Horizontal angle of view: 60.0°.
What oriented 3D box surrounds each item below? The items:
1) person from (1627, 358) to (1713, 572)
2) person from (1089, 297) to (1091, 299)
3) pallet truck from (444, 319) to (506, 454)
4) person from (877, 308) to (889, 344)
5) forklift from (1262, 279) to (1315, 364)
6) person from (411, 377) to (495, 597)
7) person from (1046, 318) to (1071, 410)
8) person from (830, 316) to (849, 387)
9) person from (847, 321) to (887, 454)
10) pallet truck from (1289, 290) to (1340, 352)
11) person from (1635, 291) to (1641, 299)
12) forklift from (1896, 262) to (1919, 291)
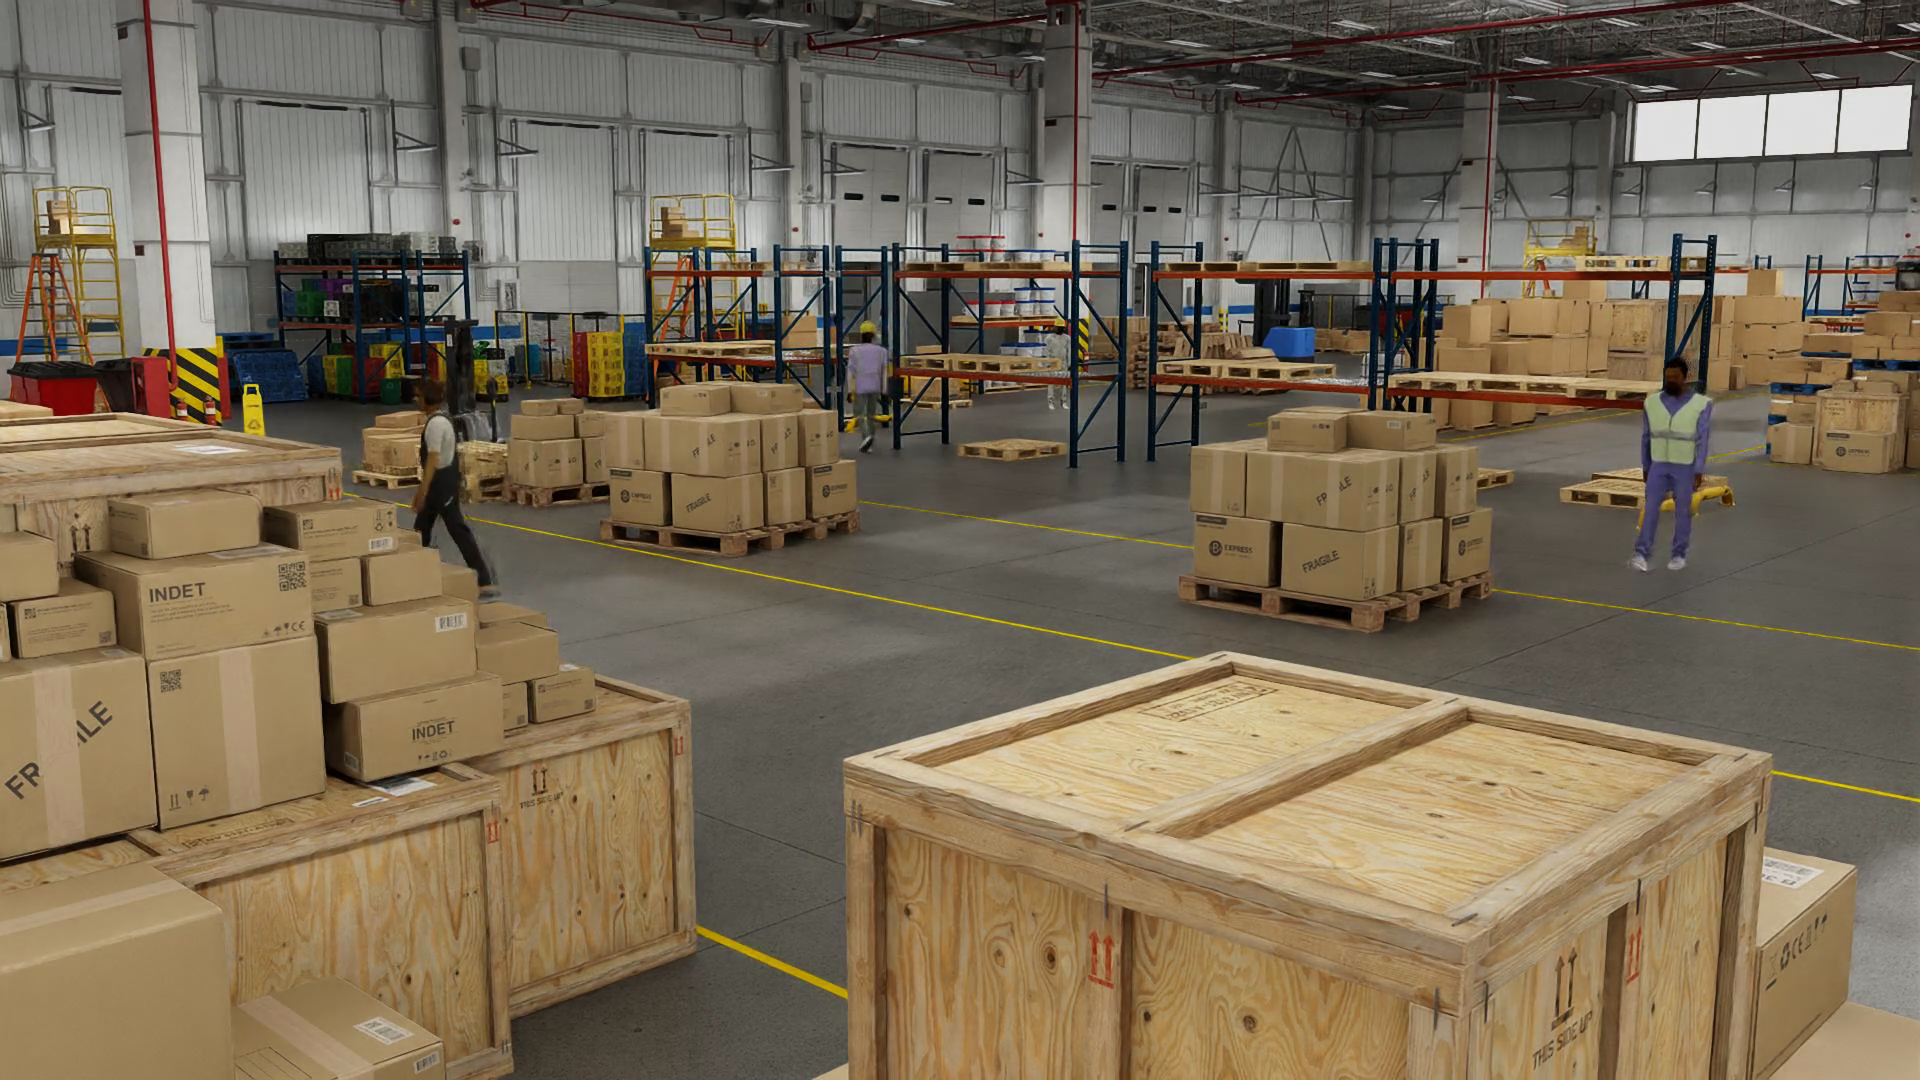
[{"bbox_3d":[6.179,-0.628,14.483,0.596,1.878,0.957,7,12,37],"label":"person"},{"bbox_3d":[3.790,-6.566,50.683,0.376,1.939,0.547,-1,9,-4],"label":"person"},{"bbox_3d":[-6.981,-1.942,22.150,1.885,1.965,0.823,1,9,9],"label":"pallet truck"},{"bbox_3d":[-2.043,-5.356,44.209,0.313,1.634,0.517,1,9,4],"label":"person"},{"bbox_3d":[8.555,-6.090,44.881,1.873,2.768,1.129,9,13,43],"label":"forklift"},{"bbox_3d":[-4.218,-0.396,13.286,0.967,1.792,0.537,-3,10,-18],"label":"person"},{"bbox_3d":[1.866,-3.332,31.468,0.484,1.739,0.319,-2,9,-11],"label":"person"},{"bbox_3d":[-2.730,-4.201,37.049,0.522,1.655,0.862,1,9,8],"label":"person"},{"bbox_3d":[-1.345,-2.188,23.905,0.600,1.911,0.419,-3,10,-20],"label":"person"},{"bbox_3d":[11.297,-6.951,52.861,1.885,1.965,0.823,-5,11,-29],"label":"pallet truck"},{"bbox_3d":[22.613,-7.391,55.839,0.409,1.917,0.643,8,12,41],"label":"person"},{"bbox_3d":[22.991,-5.306,40.076,1.129,2.768,1.873,3,10,16],"label":"forklift"}]
